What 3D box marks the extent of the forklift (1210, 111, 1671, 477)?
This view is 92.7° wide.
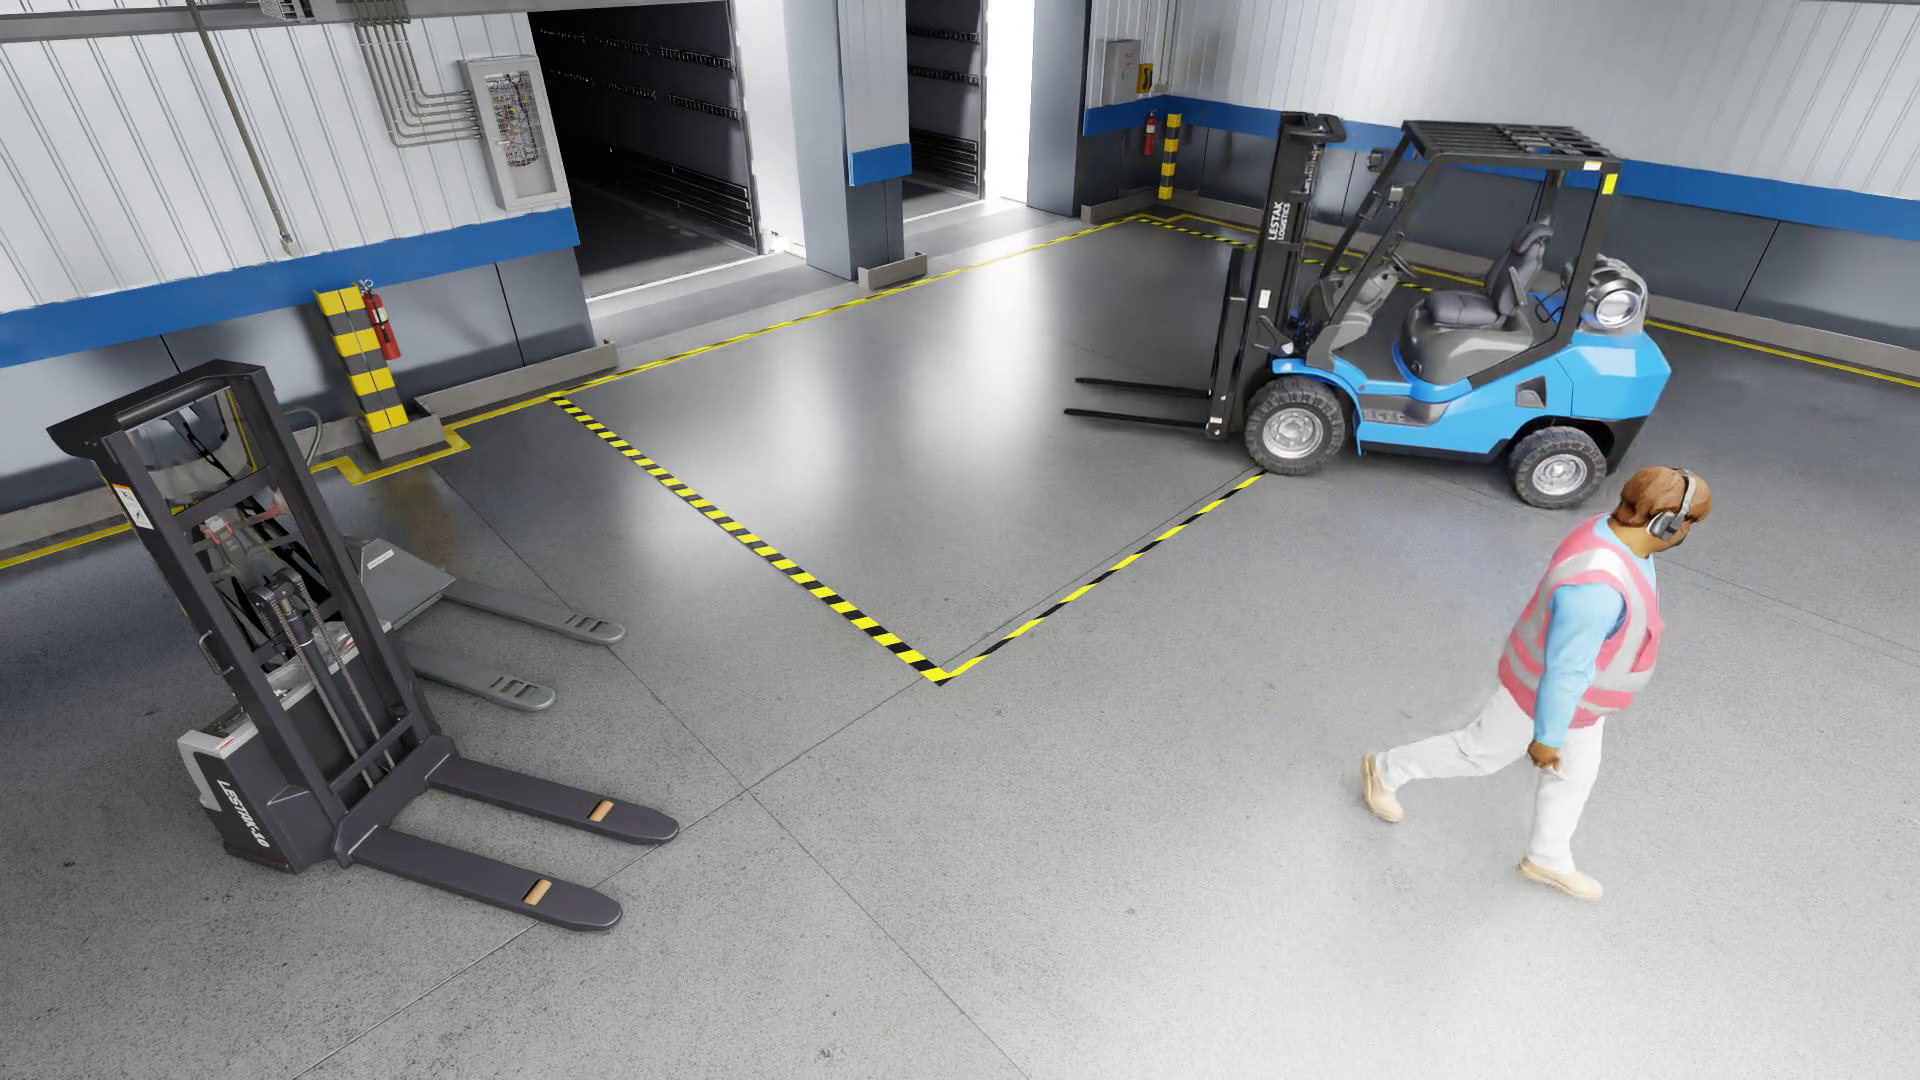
[{"bbox_3d":[3.175,-1.640,6.070,2.680,2.036,1.157,8,35,12],"label":"forklift"}]

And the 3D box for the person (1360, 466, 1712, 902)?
[{"bbox_3d":[2.164,0.523,3.397,0.656,1.782,0.973,-29,44,-36],"label":"person"}]

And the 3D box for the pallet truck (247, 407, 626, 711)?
[{"bbox_3d":[-2.628,0.038,4.590,1.601,1.201,0.680,12,36,18],"label":"pallet truck"}]

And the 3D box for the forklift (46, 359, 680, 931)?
[{"bbox_3d":[-2.135,0.422,3.354,1.885,1.965,0.823,10,35,14],"label":"forklift"}]
